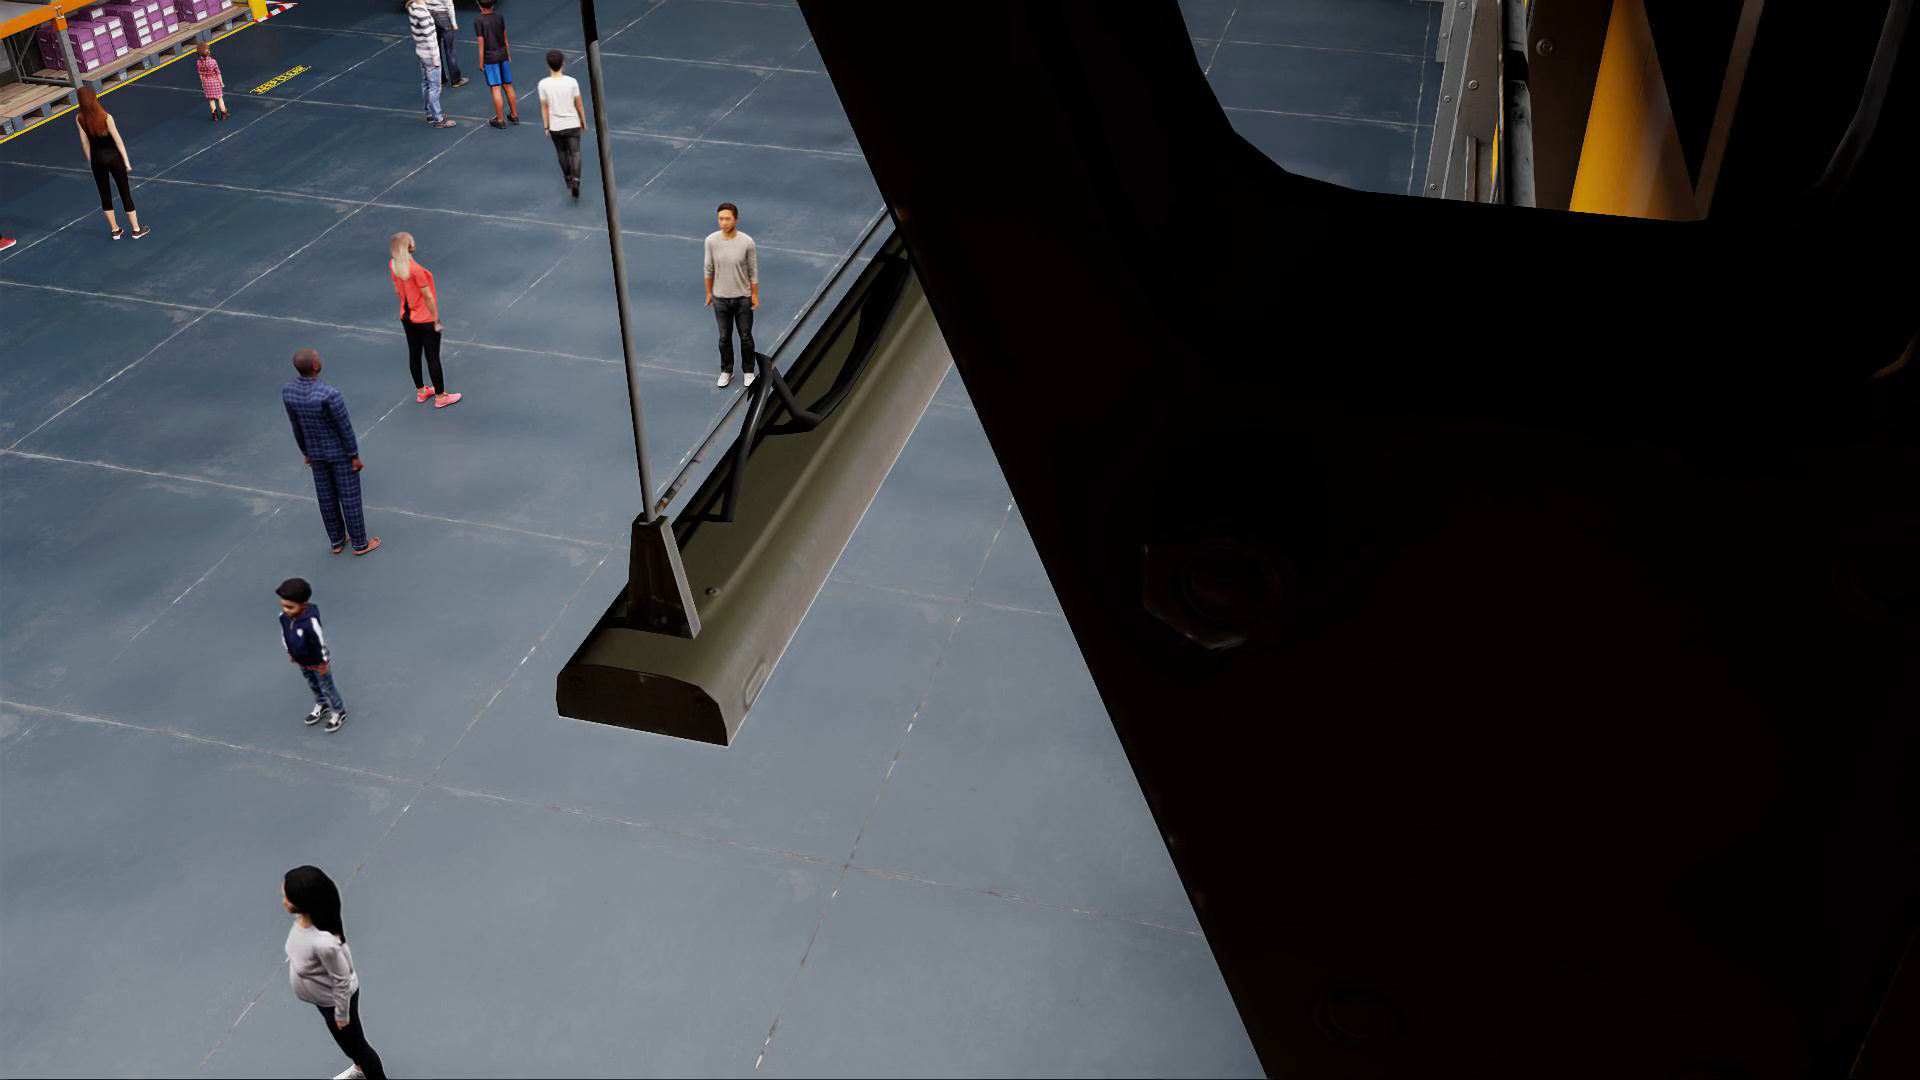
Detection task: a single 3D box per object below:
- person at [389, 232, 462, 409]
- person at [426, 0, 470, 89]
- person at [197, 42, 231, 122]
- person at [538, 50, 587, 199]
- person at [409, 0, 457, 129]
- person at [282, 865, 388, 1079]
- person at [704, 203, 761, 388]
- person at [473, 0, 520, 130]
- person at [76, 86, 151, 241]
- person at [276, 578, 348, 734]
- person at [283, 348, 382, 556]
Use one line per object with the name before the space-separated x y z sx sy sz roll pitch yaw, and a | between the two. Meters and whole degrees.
person | -4.976 -2.030 15.275 0.655 1.693 0.633 20 39 27
person | -7.180 -7.177 22.904 0.649 1.819 0.536 9 35 13
person | -9.881 -6.053 21.933 0.496 1.021 0.533 -7 34 -11
person | -4.650 -4.863 19.535 0.970 1.695 1.165 -8 34 -11
person | -6.911 -6.314 21.576 0.758 1.852 0.712 -20 38 -27
person | -3.268 2.347 8.683 0.745 1.700 0.713 -24 40 -31
person | -2.129 -2.306 15.583 0.707 1.812 0.632 1 34 1
person | -6.019 -6.244 21.522 0.758 1.796 0.643 28 43 35
person | -9.503 -4.201 18.511 0.643 1.725 0.615 -2 34 -4
person | -4.480 0.776 11.479 0.553 1.222 0.532 17 37 24
person | -4.989 -0.698 13.153 0.666 1.824 0.607 7 34 10
